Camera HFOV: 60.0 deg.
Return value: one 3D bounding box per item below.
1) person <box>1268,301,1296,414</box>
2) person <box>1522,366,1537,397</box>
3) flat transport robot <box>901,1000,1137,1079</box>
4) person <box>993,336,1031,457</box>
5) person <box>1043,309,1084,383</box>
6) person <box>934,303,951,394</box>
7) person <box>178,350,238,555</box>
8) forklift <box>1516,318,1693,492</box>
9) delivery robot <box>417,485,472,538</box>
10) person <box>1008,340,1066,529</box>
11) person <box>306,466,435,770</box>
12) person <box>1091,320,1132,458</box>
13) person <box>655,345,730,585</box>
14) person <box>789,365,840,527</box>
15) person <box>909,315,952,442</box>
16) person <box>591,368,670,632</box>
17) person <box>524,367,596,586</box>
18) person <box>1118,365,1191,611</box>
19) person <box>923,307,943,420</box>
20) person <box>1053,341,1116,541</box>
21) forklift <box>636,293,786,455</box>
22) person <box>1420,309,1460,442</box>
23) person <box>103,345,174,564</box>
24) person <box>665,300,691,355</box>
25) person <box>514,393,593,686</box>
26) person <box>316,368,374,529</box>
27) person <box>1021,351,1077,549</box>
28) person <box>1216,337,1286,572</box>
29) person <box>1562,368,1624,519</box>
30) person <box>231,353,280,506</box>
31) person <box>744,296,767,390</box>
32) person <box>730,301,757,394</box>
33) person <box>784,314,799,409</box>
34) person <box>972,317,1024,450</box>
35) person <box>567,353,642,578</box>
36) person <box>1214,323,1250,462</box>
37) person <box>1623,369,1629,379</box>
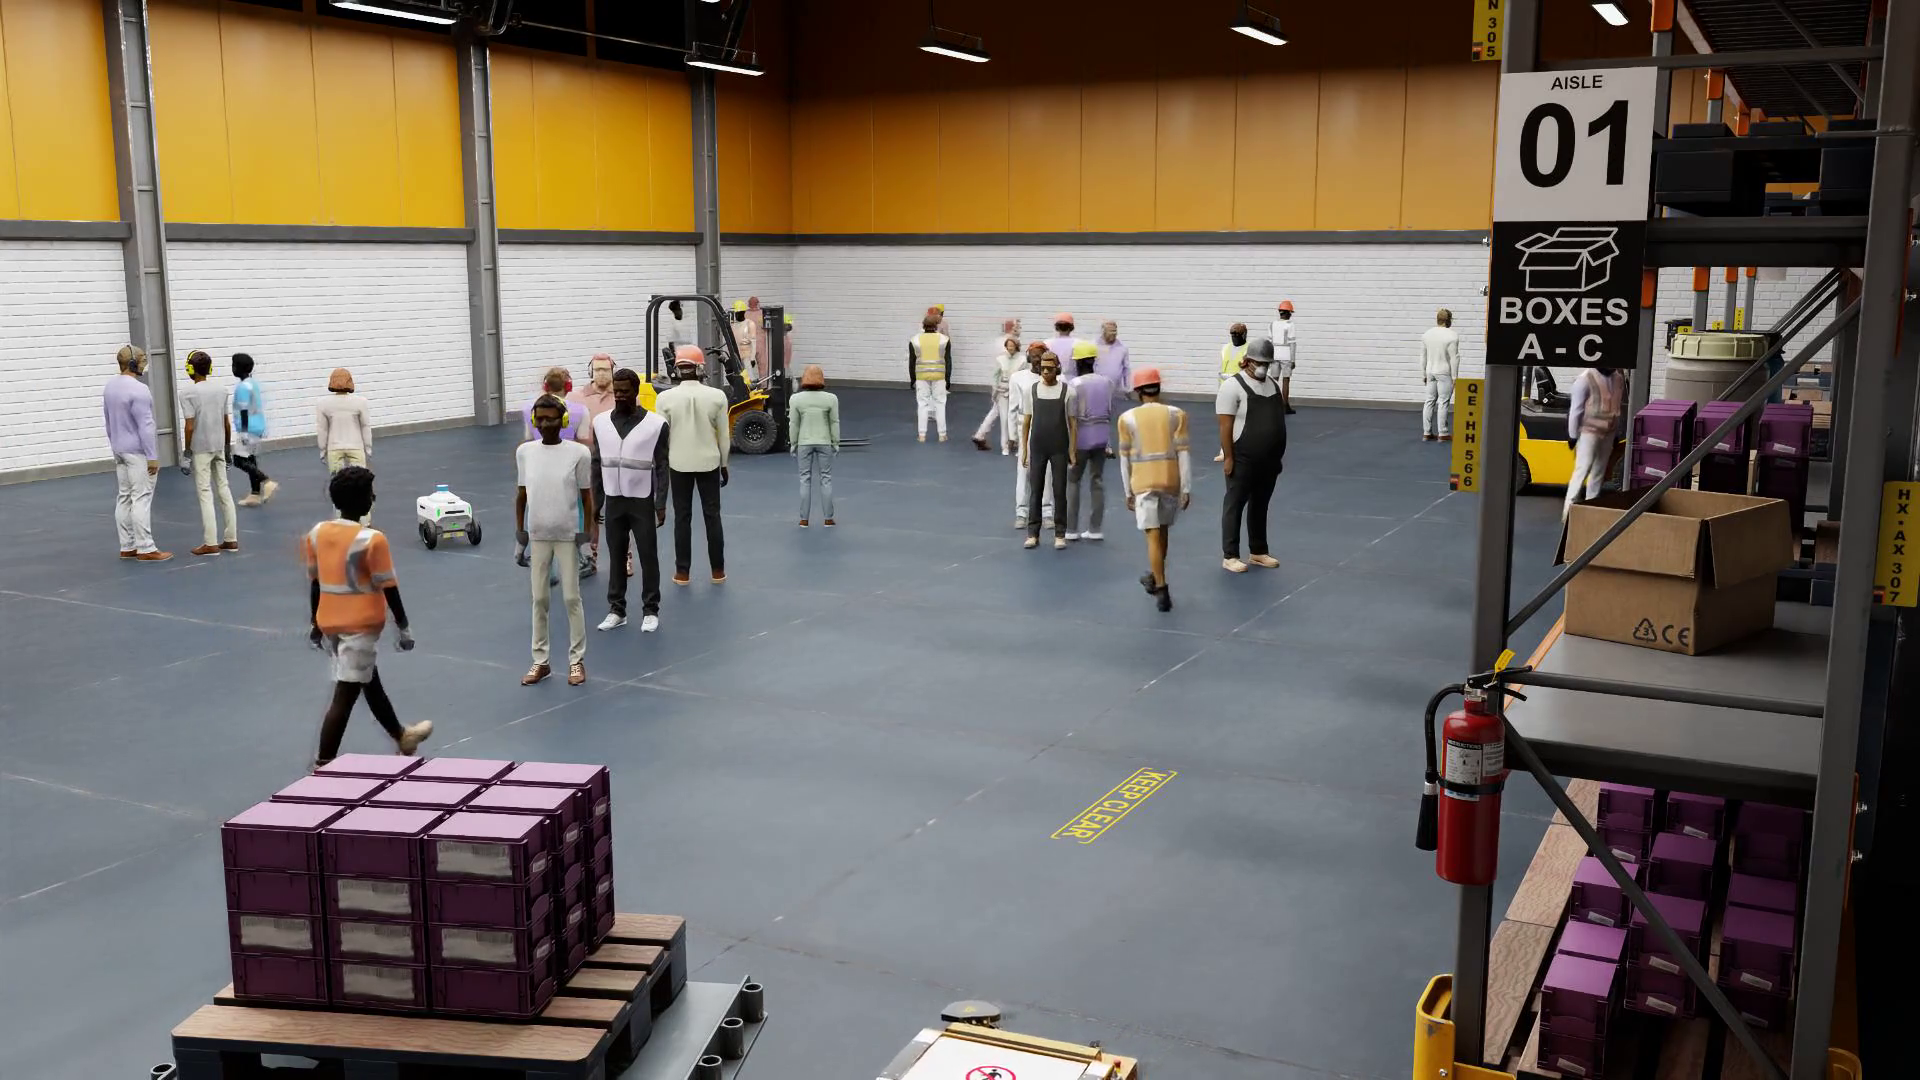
[{"bbox_3d":[5.513,-3.111,28.407,0.385,1.929,0.547,-9,13,-43],"label":"person"},{"bbox_3d":[7.930,-2.240,23.647,0.404,1.833,0.590,-4,11,-22],"label":"person"},{"bbox_3d":[0.011,1.776,4.912,0.652,0.197,1.431,4,11,22],"label":"flat transport robot"},{"bbox_3d":[0.714,-1.935,22.501,0.523,1.623,0.414,4,11,23],"label":"person"},{"bbox_3d":[1.311,-1.952,21.449,0.620,2.028,0.672,3,10,19],"label":"person"},{"bbox_3d":[-0.419,-3.717,32.388,0.525,1.769,0.310,7,12,33],"label":"person"},{"bbox_3d":[-6.867,-0.786,15.151,0.329,1.861,0.513,5,11,27],"label":"person"},{"bbox_3d":[7.066,-1.601,18.899,2.313,2.155,1.214,5,11,27],"label":"forklift"},{"bbox_3d":[-4.877,-0.279,15.715,0.477,0.478,0.707,-6,12,-33],"label":"delivery robot"},{"bbox_3d":[0.766,-1.045,16.576,0.584,1.882,0.337,0,10,-1],"label":"person"},{"bbox_3d":[-3.086,0.433,8.675,0.552,1.643,0.879,6,12,32],"label":"person"},{"bbox_3d":[1.999,-2.074,22.655,0.638,1.857,1.018,-3,10,-19],"label":"person"},{"bbox_3d":[-2.210,-0.616,13.791,0.611,1.990,0.392,-2,10,-12],"label":"person"},{"bbox_3d":[-1.457,-0.935,16.669,0.507,1.632,0.276,-1,10,-5],"label":"person"},{"bbox_3d":[-0.432,-2.350,24.256,0.624,1.845,0.430,0,10,1],"label":"person"},{"bbox_3d":[-2.396,-0.291,12.114,0.592,1.920,0.392,2,10,9],"label":"person"},{"bbox_3d":[-3.317,-0.530,13.805,0.585,1.816,0.796,1,10,8],"label":"person"},{"bbox_3d":[1.512,-0.429,13.066,0.548,1.862,0.968,-1,10,-3],"label":"person"},{"bbox_3d":[-0.396,-2.877,27.236,0.506,1.862,0.601,1,10,5],"label":"person"},{"bbox_3d":[1.204,-0.939,15.865,0.607,1.917,0.449,-6,11,-31],"label":"person"},{"bbox_3d":[-3.588,-2.317,23.042,2.313,2.155,1.214,-1,10,-5],"label":"forklift"},{"bbox_3d":[6.985,-2.389,24.201,0.353,1.937,0.635,-7,12,-36],"label":"person"},{"bbox_3d":[-7.323,-0.759,14.761,0.634,1.938,0.355,7,12,36],"label":"person"},{"bbox_3d":[-4.953,-3.313,29.621,0.371,1.927,0.738,5,11,27],"label":"person"},{"bbox_3d":[-2.589,0.000,10.580,0.511,1.868,0.328,0,10,2],"label":"person"},{"bbox_3d":[-5.999,-0.862,16.243,0.498,1.634,0.283,-2,10,-14],"label":"person"},{"bbox_3d":[0.827,-0.829,15.442,0.517,1.843,0.325,2,10,10],"label":"person"},{"bbox_3d":[2.572,-0.749,14.409,0.673,2.000,0.535,-7,12,-33],"label":"person"},{"bbox_3d":[6.560,-1.099,17.114,0.649,1.818,0.440,-5,11,-28],"label":"person"},{"bbox_3d":[-7.654,-1.182,17.947,0.403,1.681,0.543,-2,10,-11],"label":"person"},{"bbox_3d":[-3.978,-3.758,32.219,0.643,1.909,0.400,0,10,-1],"label":"person"},{"bbox_3d":[-3.825,-3.251,29.288,0.600,1.913,0.429,8,13,40],"label":"person"},{"bbox_3d":[-2.857,-2.828,27.258,0.451,1.749,0.560,1,10,6],"label":"person"},{"bbox_3d":[0.635,-2.162,23.113,0.957,1.869,0.637,-4,11,-23],"label":"person"},{"bbox_3d":[-3.016,-0.631,14.106,0.643,1.912,0.410,-1,10,-7],"label":"person"},{"bbox_3d":[3.623,-1.918,21.768,0.621,1.841,0.429,9,13,41],"label":"person"},{"bbox_3d":[9.668,-2.329,24.271,0.598,1.805,0.793,-5,11,-28],"label":"person"}]
